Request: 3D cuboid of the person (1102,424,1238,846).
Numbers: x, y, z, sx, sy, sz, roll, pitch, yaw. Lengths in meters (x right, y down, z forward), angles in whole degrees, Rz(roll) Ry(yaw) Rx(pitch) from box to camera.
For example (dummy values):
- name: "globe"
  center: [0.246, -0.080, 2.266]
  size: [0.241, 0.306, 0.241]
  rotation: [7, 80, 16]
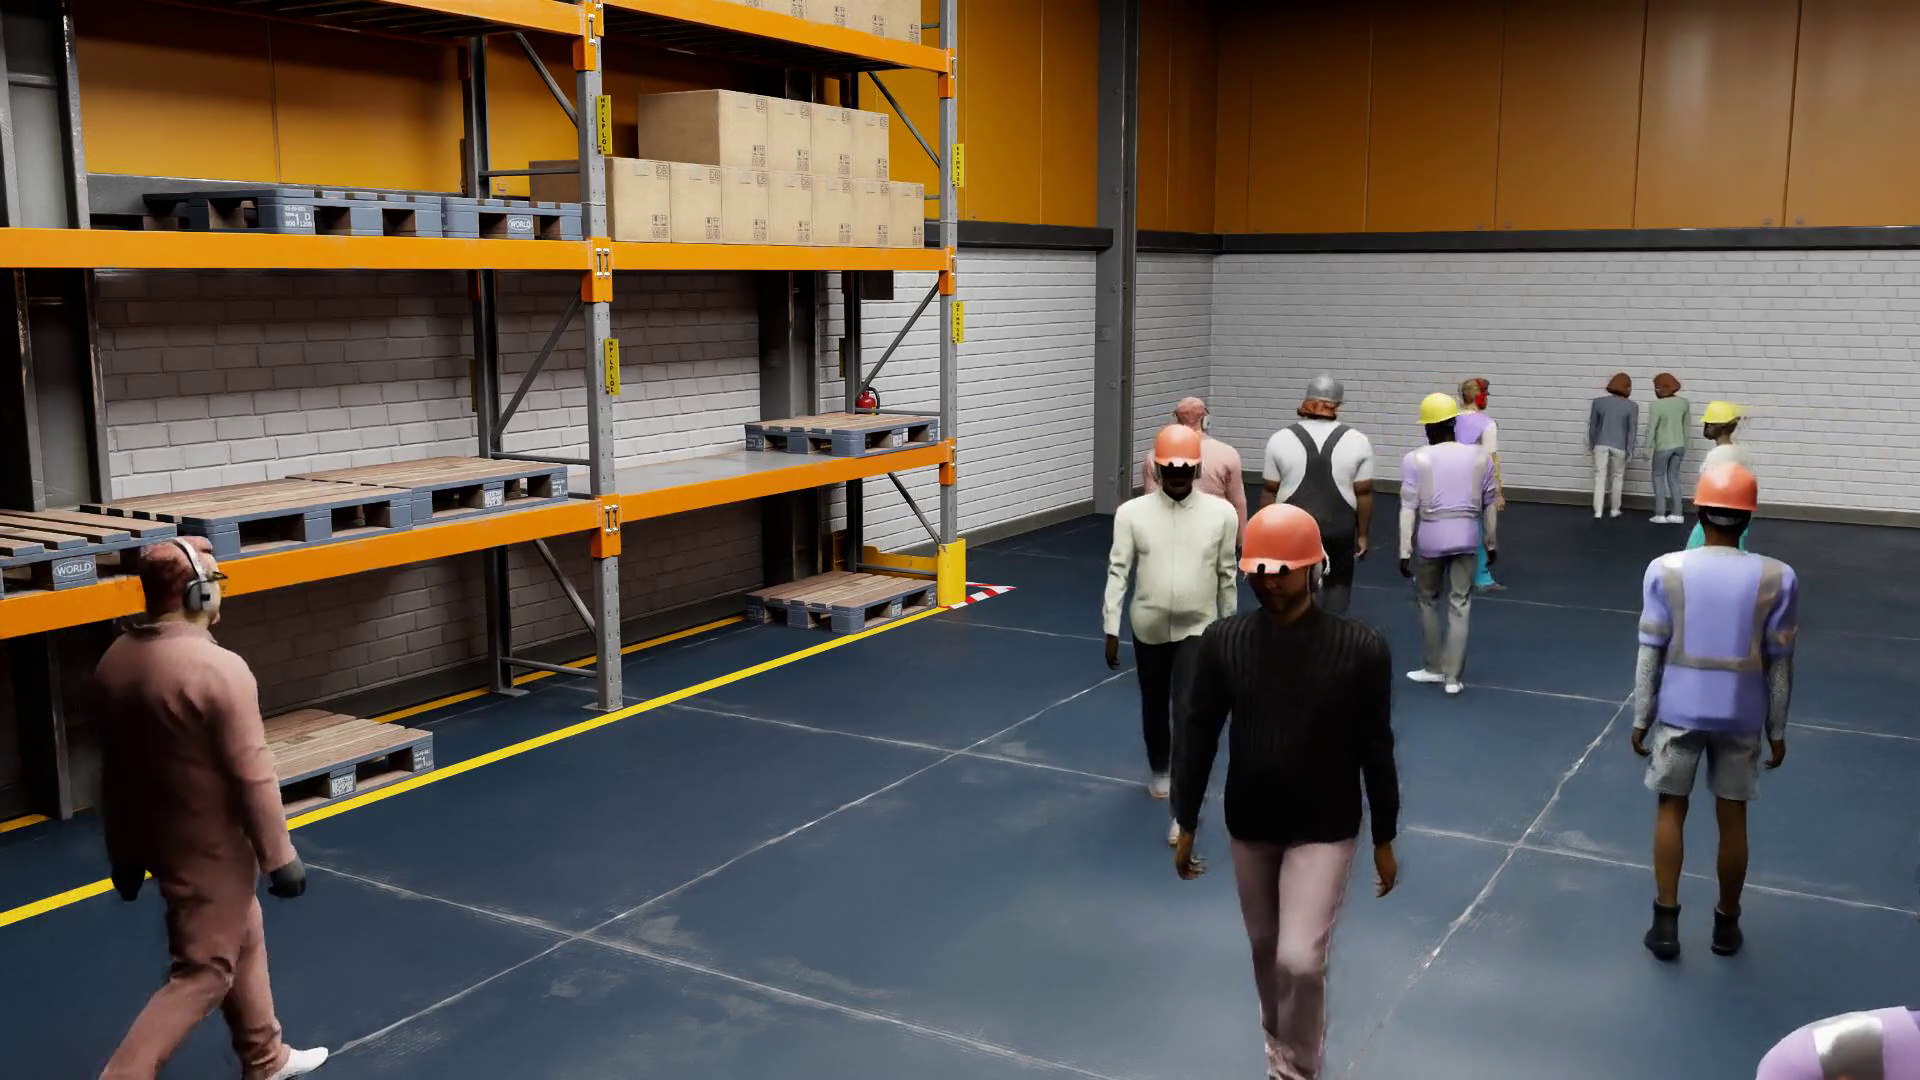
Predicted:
- name: "person"
  center: [1.012, 0.401, 8.041]
  size: [0.642, 1.944, 1.039]
  rotation: [1, 9, 7]

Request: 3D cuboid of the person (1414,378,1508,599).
- name: "person"
  center: [4.119, -0.420, 13.580]
  size: [0.918, 1.817, 0.576]
  rotation: [-3, 10, -17]

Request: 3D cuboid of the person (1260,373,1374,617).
- name: "person"
  center: [2.290, -0.090, 10.781]
  size: [0.742, 2.000, 0.626]
  rotation: [2, 9, 11]

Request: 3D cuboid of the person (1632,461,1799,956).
- name: "person"
  center: [2.909, 0.661, 6.439]
  size: [0.555, 1.939, 0.395]
  rotation: [4, 10, 21]

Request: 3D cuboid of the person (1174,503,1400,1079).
- name: "person"
  center: [0.925, 0.875, 4.962]
  size: [0.664, 1.965, 0.765]
  rotation: [6, 11, 31]

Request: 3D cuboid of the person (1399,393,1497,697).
- name: "person"
  center: [3.090, 0.026, 10.498]
  size: [0.679, 1.898, 0.533]
  rotation: [0, 9, -1]

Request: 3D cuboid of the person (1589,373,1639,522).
- name: "person"
  center: [6.993, -0.995, 17.838]
  size: [0.506, 1.586, 0.833]
  rotation: [5, 10, 28]

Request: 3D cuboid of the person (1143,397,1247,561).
- name: "person"
  center: [1.505, 0.022, 10.795]
  size: [0.653, 1.868, 1.037]
  rotation: [4, 10, 22]

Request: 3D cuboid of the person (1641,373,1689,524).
- name: "person"
  center: [7.453, -0.958, 17.551]
  size: [0.529, 1.606, 0.335]
  rotation: [-3, 10, -20]

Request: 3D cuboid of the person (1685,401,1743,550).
- name: "person"
  center: [5.594, -0.158, 12.194]
  size: [0.536, 1.725, 0.889]
  rotation: [-9, 13, -44]

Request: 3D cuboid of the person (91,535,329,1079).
- name: "person"
  center: [-2.346, 0.920, 5.019]
  size: [0.640, 1.870, 0.920]
  rotation: [7, 11, 36]

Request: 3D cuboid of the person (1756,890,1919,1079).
- name: "person"
  center: [1.327, 1.289, 2.180]
  size: [0.635, 2.041, 0.386]
  rotation: [0, 9, 3]
